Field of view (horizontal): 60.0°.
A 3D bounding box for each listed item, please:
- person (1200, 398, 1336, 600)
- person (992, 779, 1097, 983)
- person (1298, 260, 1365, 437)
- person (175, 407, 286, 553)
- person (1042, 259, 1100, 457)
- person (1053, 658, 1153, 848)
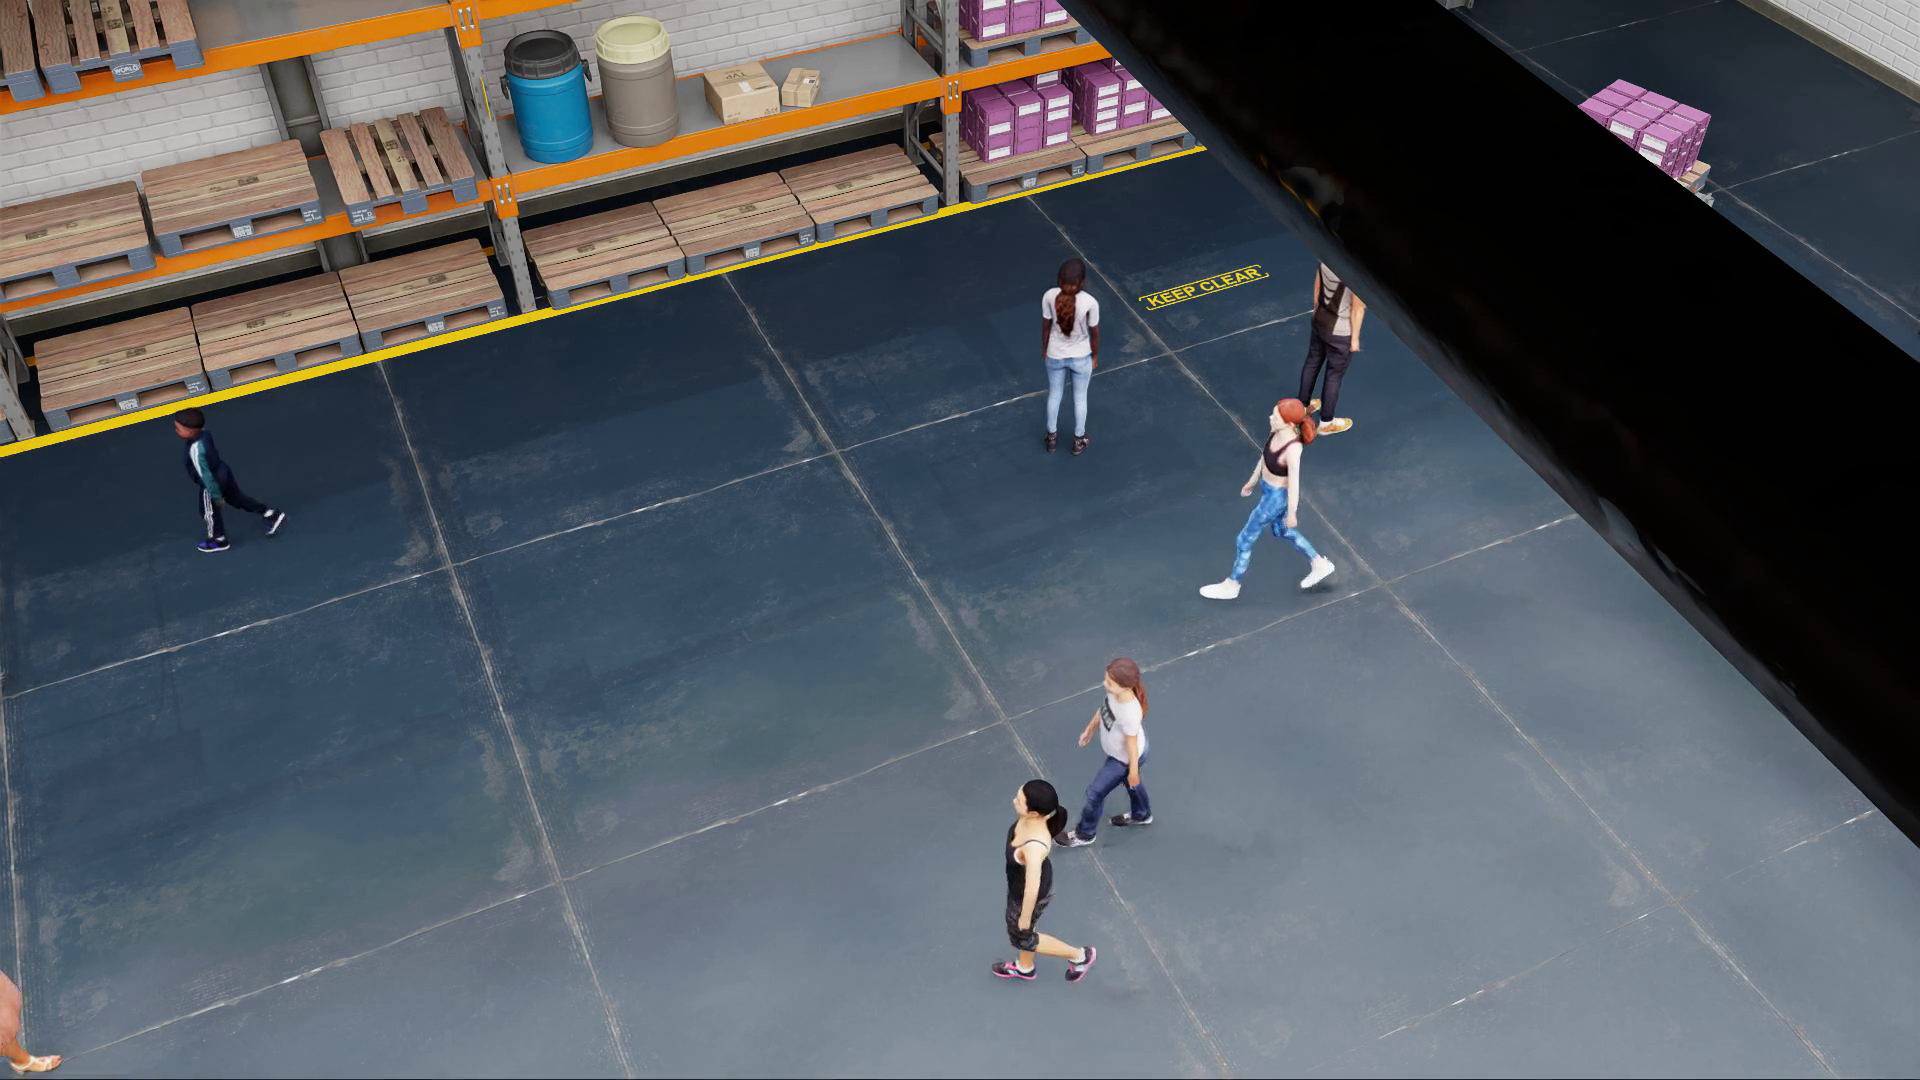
[{"bbox_3d":[2.205,-0.259,11.207,1.233,1.751,0.899,-1,44,-1],"label":"person"},{"bbox_3d":[0.468,1.892,8.972,0.913,1.718,0.783,3,44,3],"label":"person"},{"bbox_3d":[2.831,-1.633,12.544,0.596,1.896,0.665,-24,49,-23],"label":"person"},{"bbox_3d":[-5.217,-0.441,11.768,0.910,1.240,0.648,-7,44,-7],"label":"person"},{"bbox_3d":[0.813,-1.364,12.390,0.651,1.719,0.730,10,44,10],"label":"person"},{"bbox_3d":[1.038,1.230,9.801,0.933,1.535,0.725,-2,44,-3],"label":"person"}]
